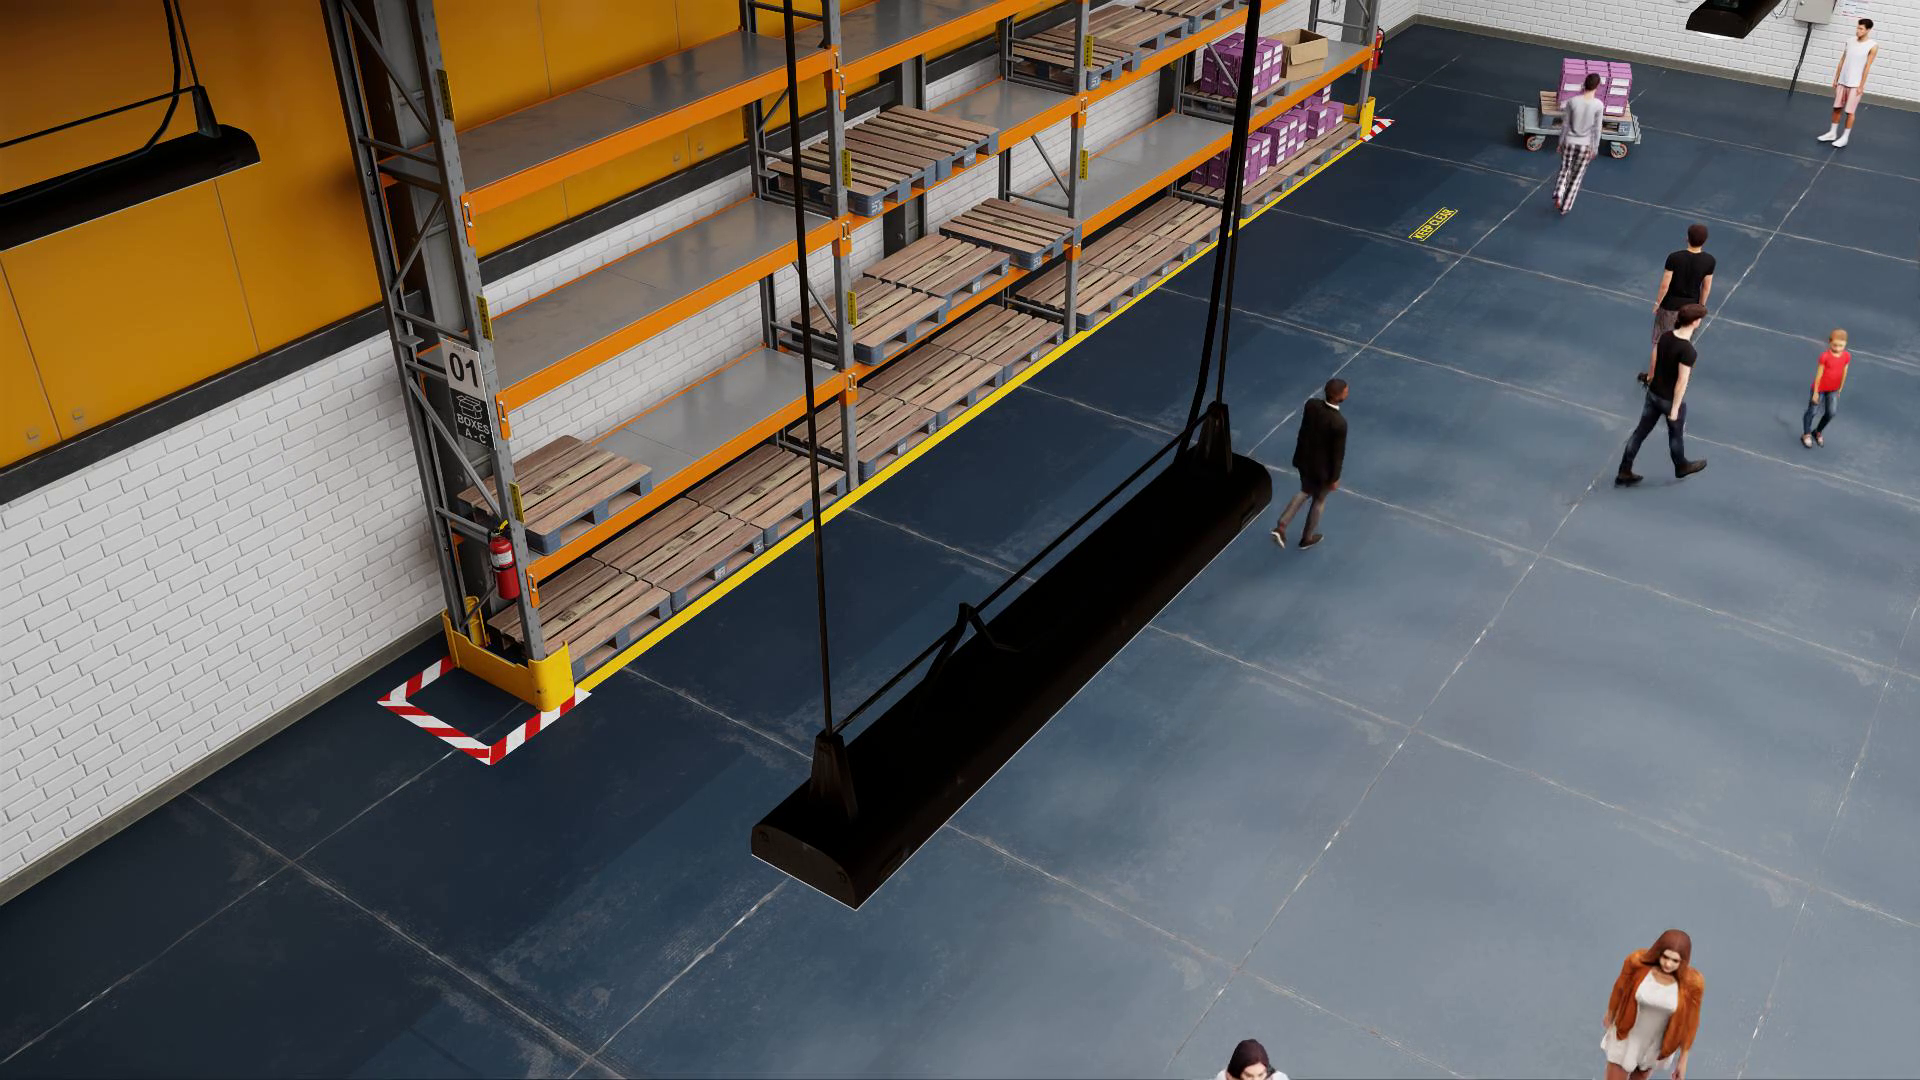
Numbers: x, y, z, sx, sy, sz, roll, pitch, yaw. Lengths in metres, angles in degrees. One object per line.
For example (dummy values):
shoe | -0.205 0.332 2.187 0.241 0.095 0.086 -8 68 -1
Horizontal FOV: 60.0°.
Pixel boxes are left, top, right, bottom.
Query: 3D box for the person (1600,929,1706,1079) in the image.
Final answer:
person | 3.991 2.786 9.646 0.728 1.689 0.979 14 36 20

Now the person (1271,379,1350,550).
person | 3.090 -0.618 14.683 0.990 1.783 0.860 -23 40 -30

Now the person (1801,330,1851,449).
person | 8.541 -1.528 16.497 0.579 1.290 0.630 0 34 0

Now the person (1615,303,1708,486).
person | 6.569 -1.323 15.677 1.258 1.857 1.148 -9 35 -13

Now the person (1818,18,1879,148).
person | 12.616 -6.475 23.496 0.743 1.780 0.737 -15 37 -21

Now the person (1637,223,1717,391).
person | 7.496 -2.432 17.339 0.758 1.863 0.748 5 34 7

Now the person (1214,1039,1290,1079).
person | 1.503 3.209 9.090 0.969 1.600 1.023 -6 34 -10

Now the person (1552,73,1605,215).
person | 7.885 -5.003 21.275 0.613 1.788 0.664 20 38 27
